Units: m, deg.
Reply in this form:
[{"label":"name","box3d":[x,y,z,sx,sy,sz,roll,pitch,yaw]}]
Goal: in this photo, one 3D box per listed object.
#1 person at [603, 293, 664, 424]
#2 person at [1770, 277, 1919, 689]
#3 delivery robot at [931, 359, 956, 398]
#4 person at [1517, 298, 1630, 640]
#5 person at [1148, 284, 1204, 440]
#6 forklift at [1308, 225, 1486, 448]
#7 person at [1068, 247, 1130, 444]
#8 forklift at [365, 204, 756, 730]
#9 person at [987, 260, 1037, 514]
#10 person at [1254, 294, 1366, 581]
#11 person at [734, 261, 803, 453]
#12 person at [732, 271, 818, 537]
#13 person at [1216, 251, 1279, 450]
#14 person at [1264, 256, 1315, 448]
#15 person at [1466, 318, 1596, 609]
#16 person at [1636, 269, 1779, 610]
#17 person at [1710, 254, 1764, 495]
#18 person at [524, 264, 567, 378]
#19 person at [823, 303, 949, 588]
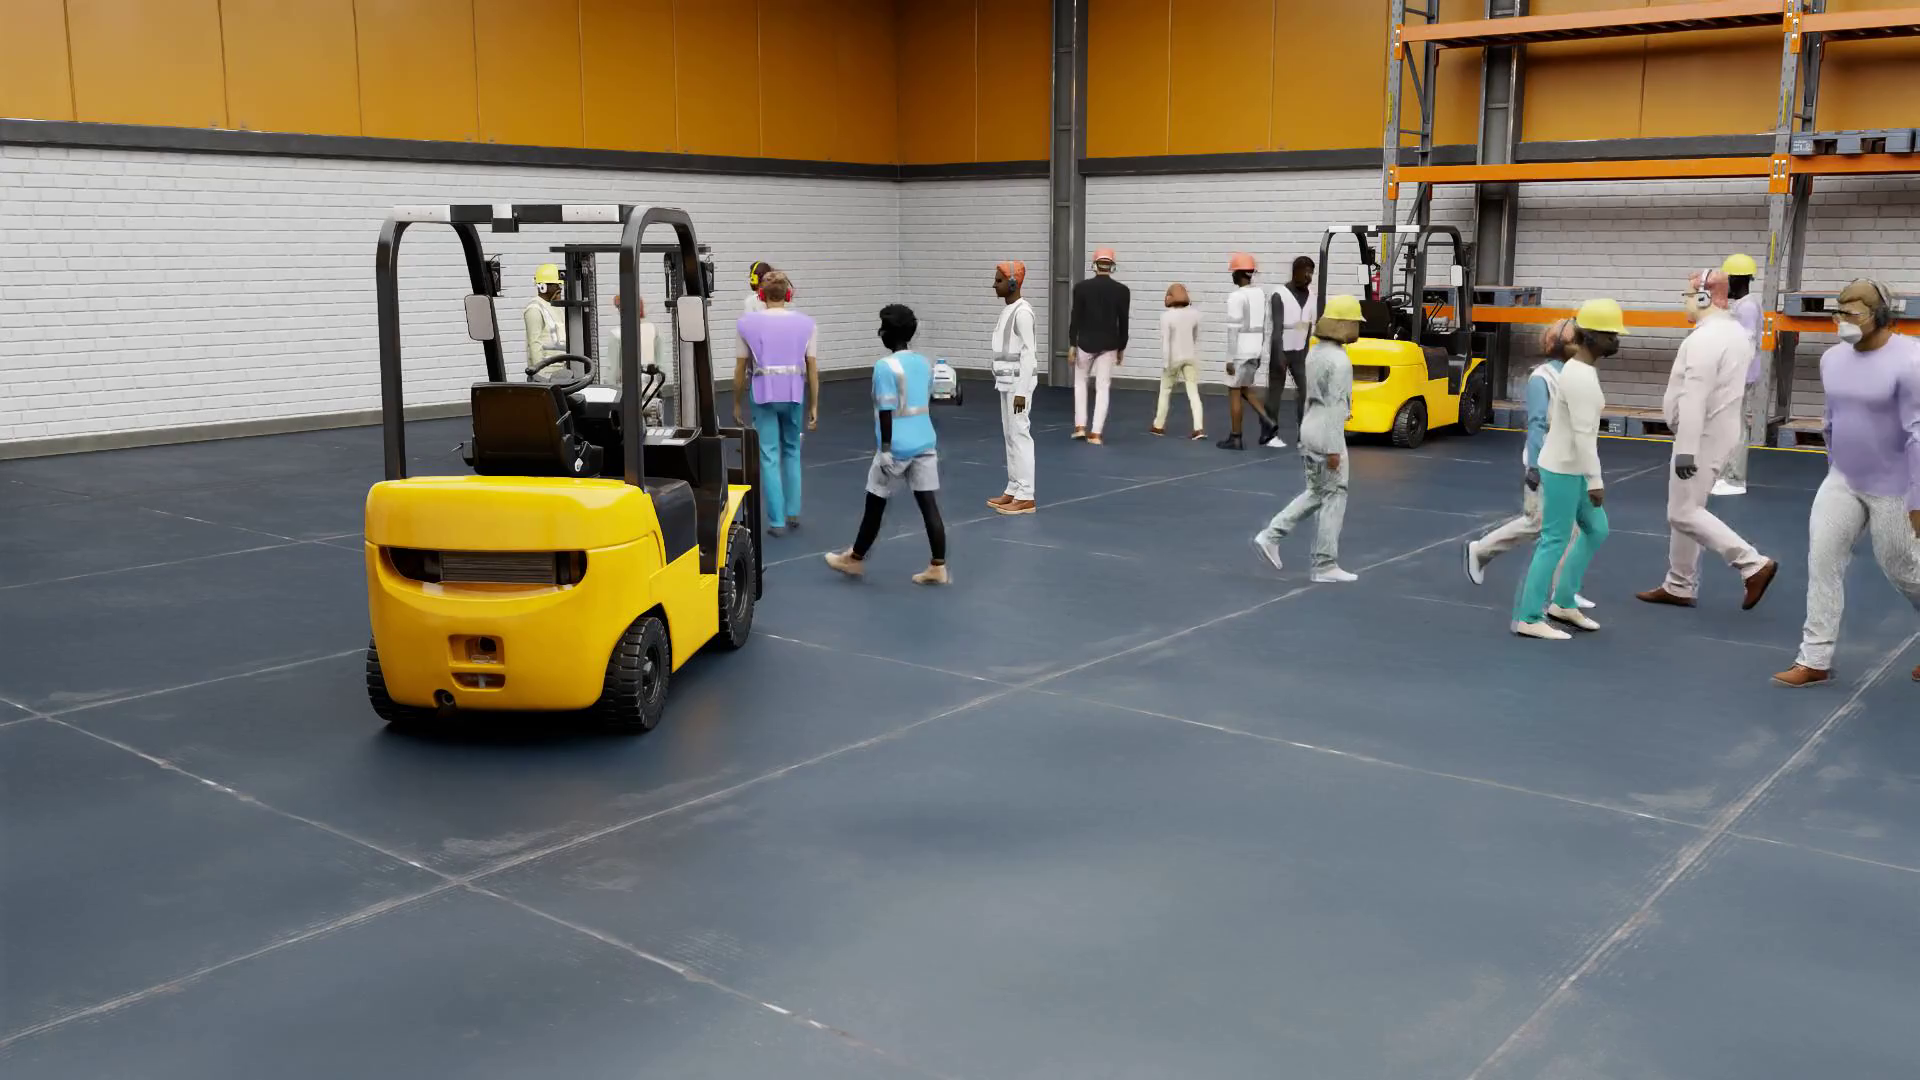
[{"label":"person","box3d":[-2.606,-1.169,13.291,0.360,1.625,0.548,8,13,38]},{"label":"person","box3d":[4.223,-0.245,7.529,0.938,1.893,0.648,-3,11,-18]},{"label":"delivery robot","box3d":[-0.227,-2.007,20.679,0.477,0.478,0.707,0,10,-2]},{"label":"person","box3d":[3.132,-0.347,8.443,0.549,1.740,0.595,3,11,18]},{"label":"person","box3d":[2.265,-1.833,17.118,0.491,1.591,0.858,-4,11,-22]},{"label":"forklift","box3d":[4.449,-2.115,16.993,1.214,2.155,2.313,8,13,38]},{"label":"person","box3d":[1.387,-1.963,16.785,0.631,1.960,0.654,-1,10,-5]},{"label":"forklift","box3d":[-1.766,-0.406,7.525,1.214,2.155,2.313,1,10,7]},{"label":"person","box3d":[0.403,-1.136,12.425,0.337,1.882,0.585,-2,10,-11]},{"label":"person","box3d":[2.109,-0.598,9.888,0.565,1.720,0.511,-2,10,-13]},{"label":"person","box3d":[-1.819,-1.684,15.599,0.810,1.845,0.520,6,12,28]},{"label":"person","box3d":[-1.300,-0.949,11.580,0.569,1.822,0.708,-4,11,-19]},{"label":"person","box3d":[2.763,-1.811,16.046,0.559,1.927,0.524,-10,14,-44]},{"label":"person","box3d":[3.264,-1.806,16.169,0.624,1.871,0.834,-7,12,-32]},{"label":"person","box3d":[3.235,-0.436,9.295,0.516,1.609,0.667,-9,14,-42]},{"label":"person","box3d":[4.123,-0.523,9.056,0.696,1.878,0.669,8,13,38]},{"label":"person","box3d":[6.187,-1.316,13.310,0.382,1.923,0.594,3,11,18]},{"label":"person","box3d":[-3.687,-1.563,14.971,0.403,1.825,0.591,1,10,7]},{"label":"person","box3d":[-0.419,-0.556,9.826,0.847,1.655,0.549,7,12,35]}]
